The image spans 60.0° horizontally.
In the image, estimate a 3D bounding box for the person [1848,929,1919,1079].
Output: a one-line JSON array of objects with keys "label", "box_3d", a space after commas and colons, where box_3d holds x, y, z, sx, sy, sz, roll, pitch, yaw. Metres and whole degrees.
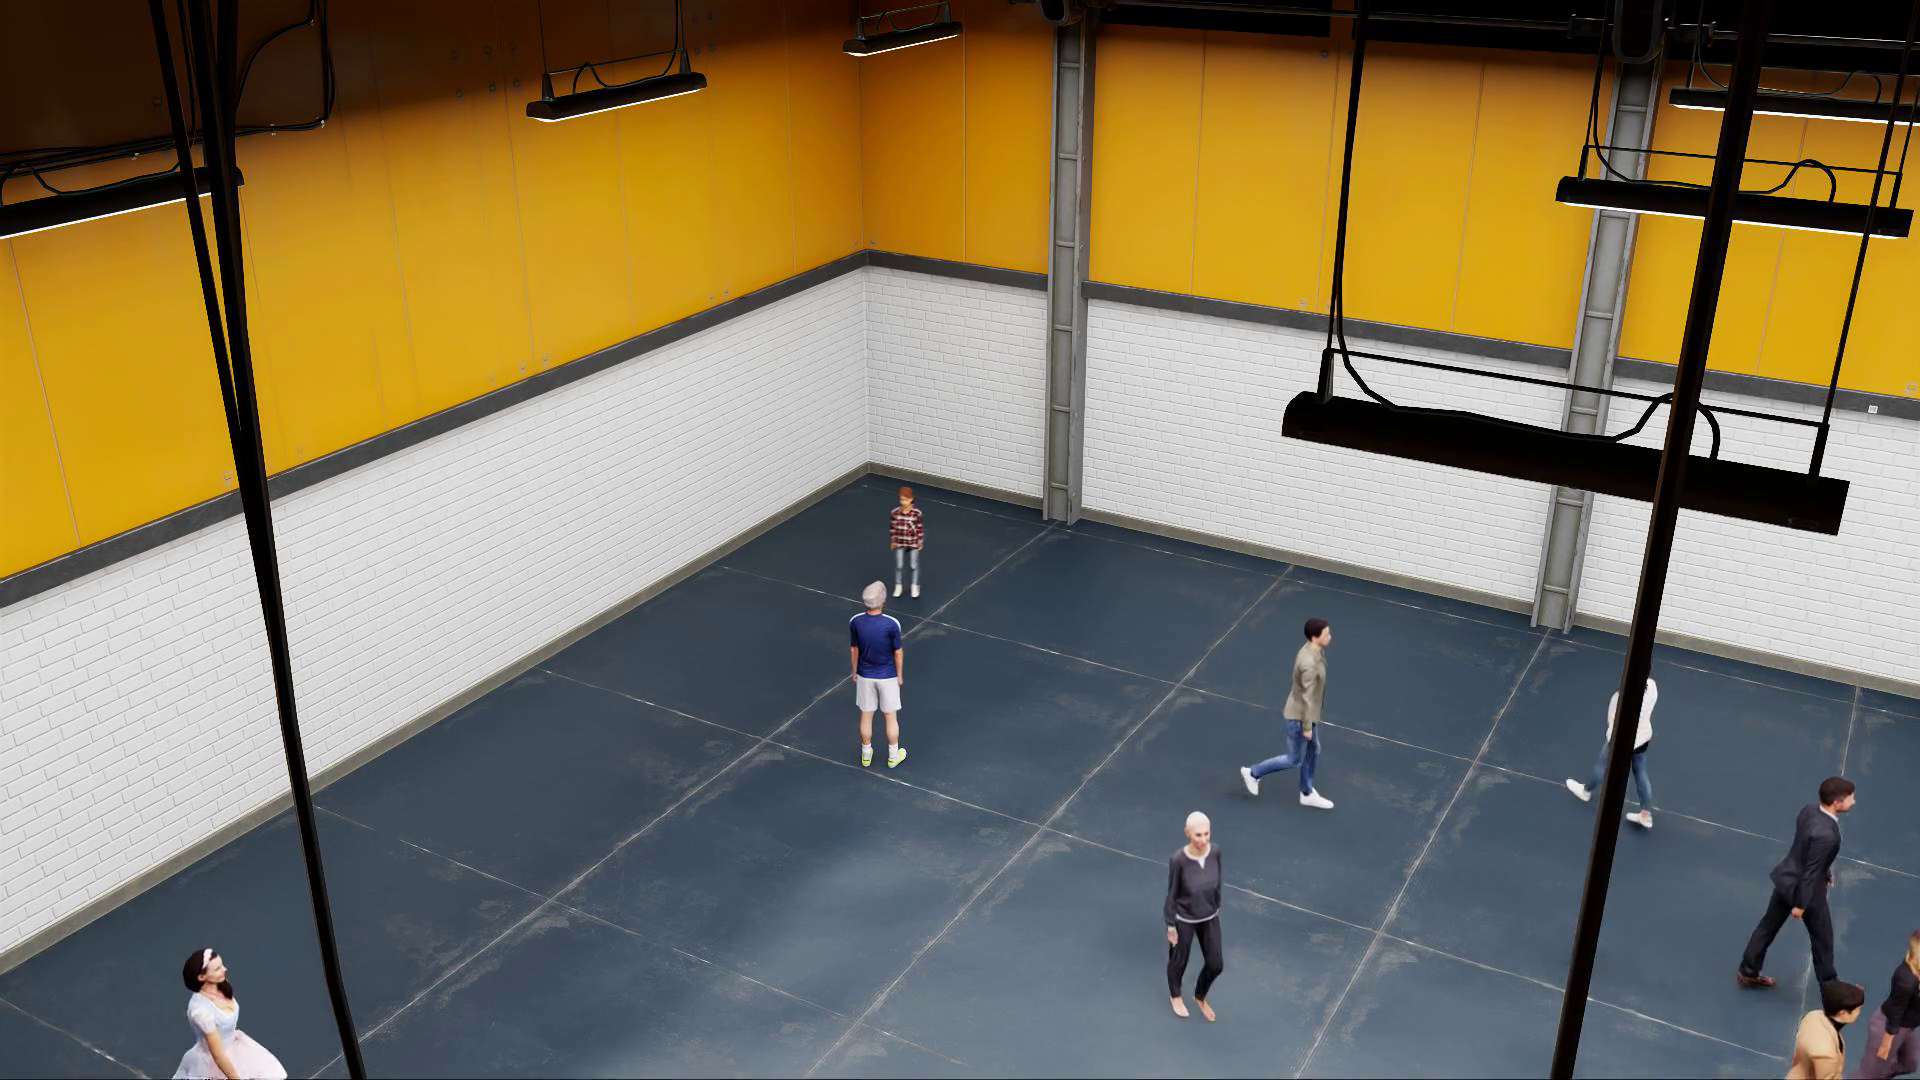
[{"label": "person", "box_3d": [6.072, 3.207, 10.925, 0.681, 1.650, 0.666, 21, 31, 39]}]

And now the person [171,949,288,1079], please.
[{"label": "person", "box_3d": [-4.728, 3.371, 10.416, 1.315, 1.756, 1.065, 0, 24, -1]}]

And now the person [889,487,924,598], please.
[{"label": "person", "box_3d": [-0.596, 0.008, 18.674, 0.562, 1.303, 0.664, 3, 24, 6]}]

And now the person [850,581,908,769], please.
[{"label": "person", "box_3d": [-0.757, 1.230, 15.211, 0.608, 1.838, 0.762, 5, 24, 10]}]

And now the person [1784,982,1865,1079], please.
[{"label": "person", "box_3d": [5.144, 3.449, 10.321, 1.066, 1.690, 0.650, 14, 27, 28]}]

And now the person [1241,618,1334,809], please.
[{"label": "person", "box_3d": [2.907, 1.514, 14.559, 1.121, 1.841, 0.833, 8, 25, 18]}]

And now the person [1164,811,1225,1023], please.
[{"label": "person", "box_3d": [1.660, 2.672, 12.070, 0.757, 1.713, 0.809, -8, 25, -17]}]

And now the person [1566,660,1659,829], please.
[{"label": "person", "box_3d": [5.844, 1.737, 14.354, 0.969, 1.597, 1.161, -13, 27, -27]}]

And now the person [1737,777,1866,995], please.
[{"label": "person", "box_3d": [6.090, 2.550, 12.209, 1.177, 1.824, 0.928, 2, 24, 4]}]
